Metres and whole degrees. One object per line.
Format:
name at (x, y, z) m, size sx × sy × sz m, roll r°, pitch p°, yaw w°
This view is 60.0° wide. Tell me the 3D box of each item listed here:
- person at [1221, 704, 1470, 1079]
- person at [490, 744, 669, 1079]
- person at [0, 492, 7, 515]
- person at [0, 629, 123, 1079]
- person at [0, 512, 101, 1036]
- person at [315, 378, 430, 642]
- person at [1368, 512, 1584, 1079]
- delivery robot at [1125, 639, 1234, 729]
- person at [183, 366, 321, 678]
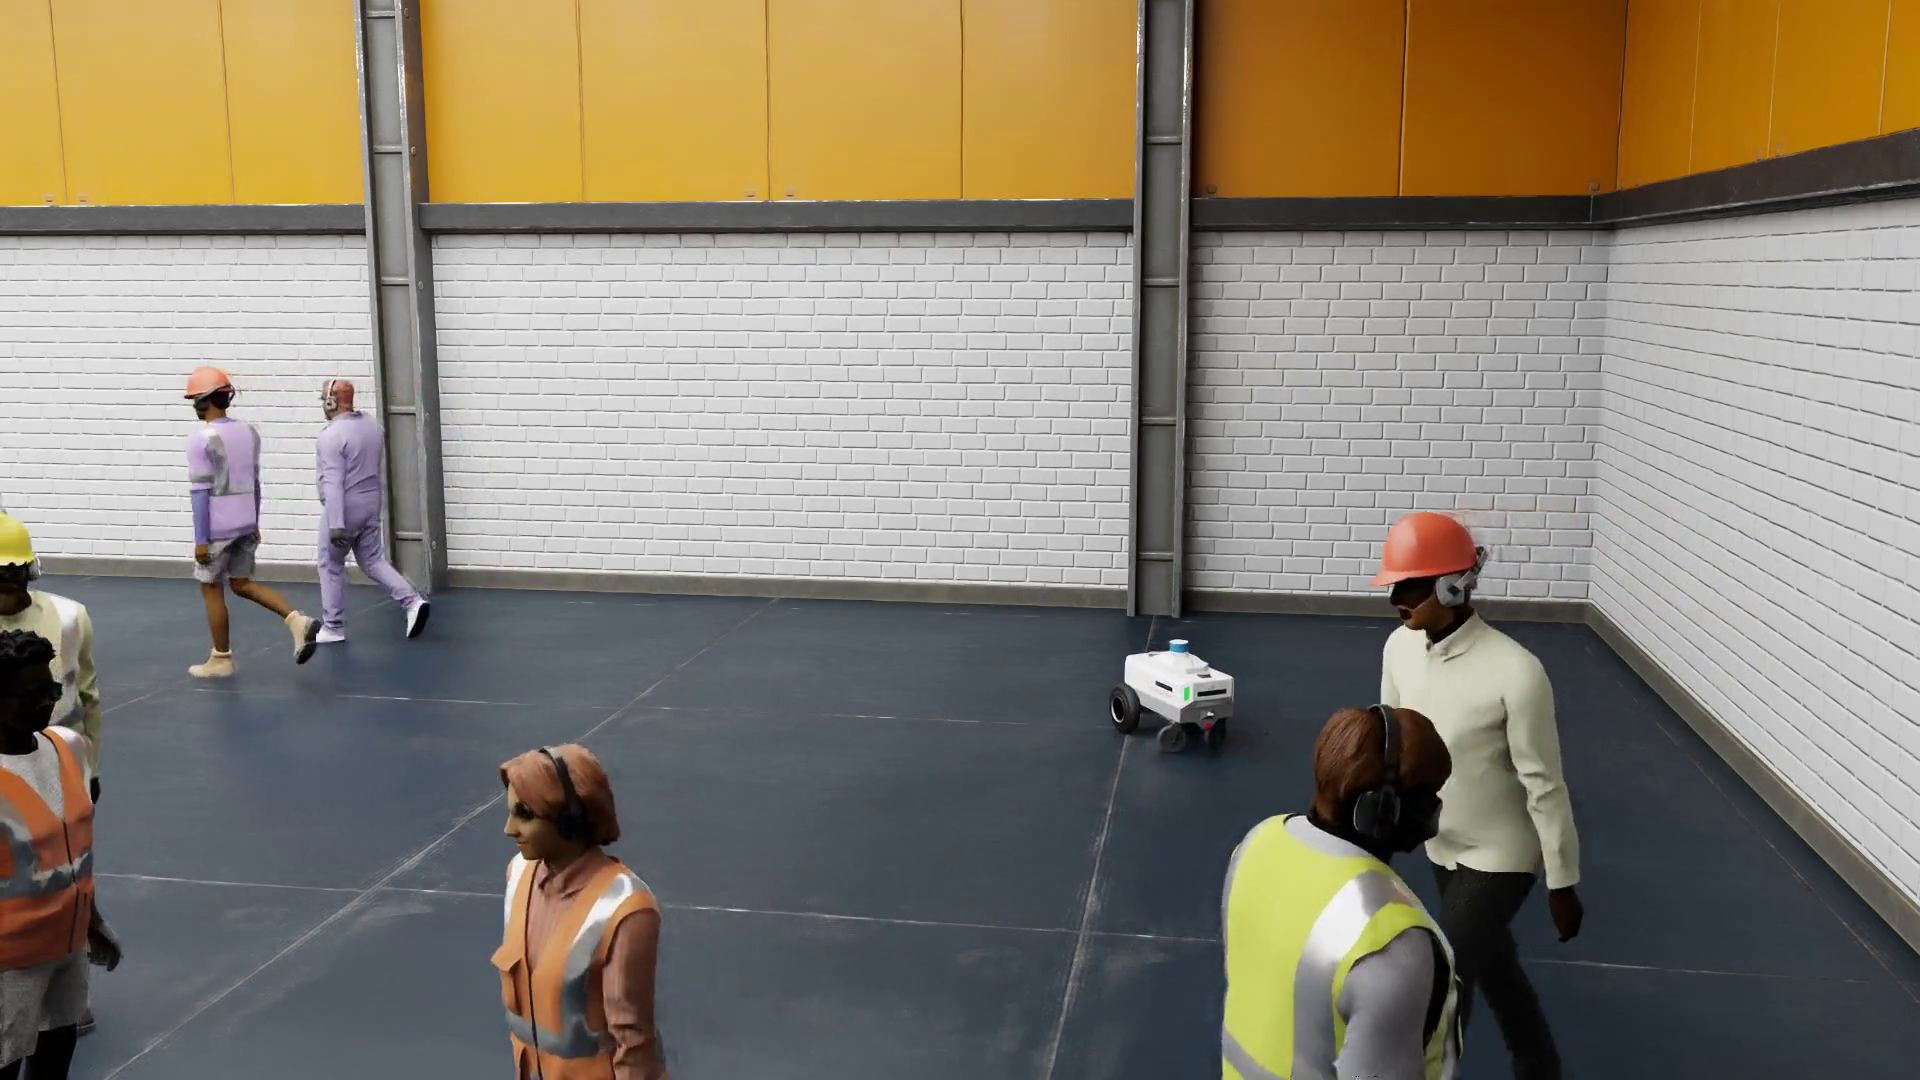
person at (0.680, 1.197, 3.161) m, size 0.503 × 1.826 × 0.641 m, roll -3°, pitch 10°, yaw -18°
person at (-0.765, 1.217, 3.626) m, size 0.519 × 1.624 × 0.456 m, roll 8°, pitch 12°, yaw 40°
person at (-5.988, 0.108, 10.077) m, size 0.790 × 1.733 × 0.543 m, roll 5°, pitch 10°, yaw 26°
person at (-2.452, 1.061, 4.375) m, size 0.324 × 1.691 × 0.571 m, roll 1°, pitch 9°, yaw 7°
person at (-3.327, 0.778, 5.809) m, size 0.589 × 1.802 × 0.819 m, roll -9°, pitch 13°, yaw -43°
person at (-4.168, -0.193, 11.580) m, size 0.852 × 1.876 × 0.667 m, roll 2°, pitch 9°, yaw 11°
person at (1.430, 0.880, 4.733) m, size 1.043 × 1.927 × 0.649 m, roll -3°, pitch 10°, yaw -20°
delivery robot at (1.211, 0.796, 9.219) m, size 0.477 × 0.478 × 0.707 m, roll -4°, pitch 10°, yaw -23°
person at (-4.562, -0.093, 10.545) m, size 0.768 × 2.017 × 0.611 m, roll 2°, pitch 9°, yaw 13°
